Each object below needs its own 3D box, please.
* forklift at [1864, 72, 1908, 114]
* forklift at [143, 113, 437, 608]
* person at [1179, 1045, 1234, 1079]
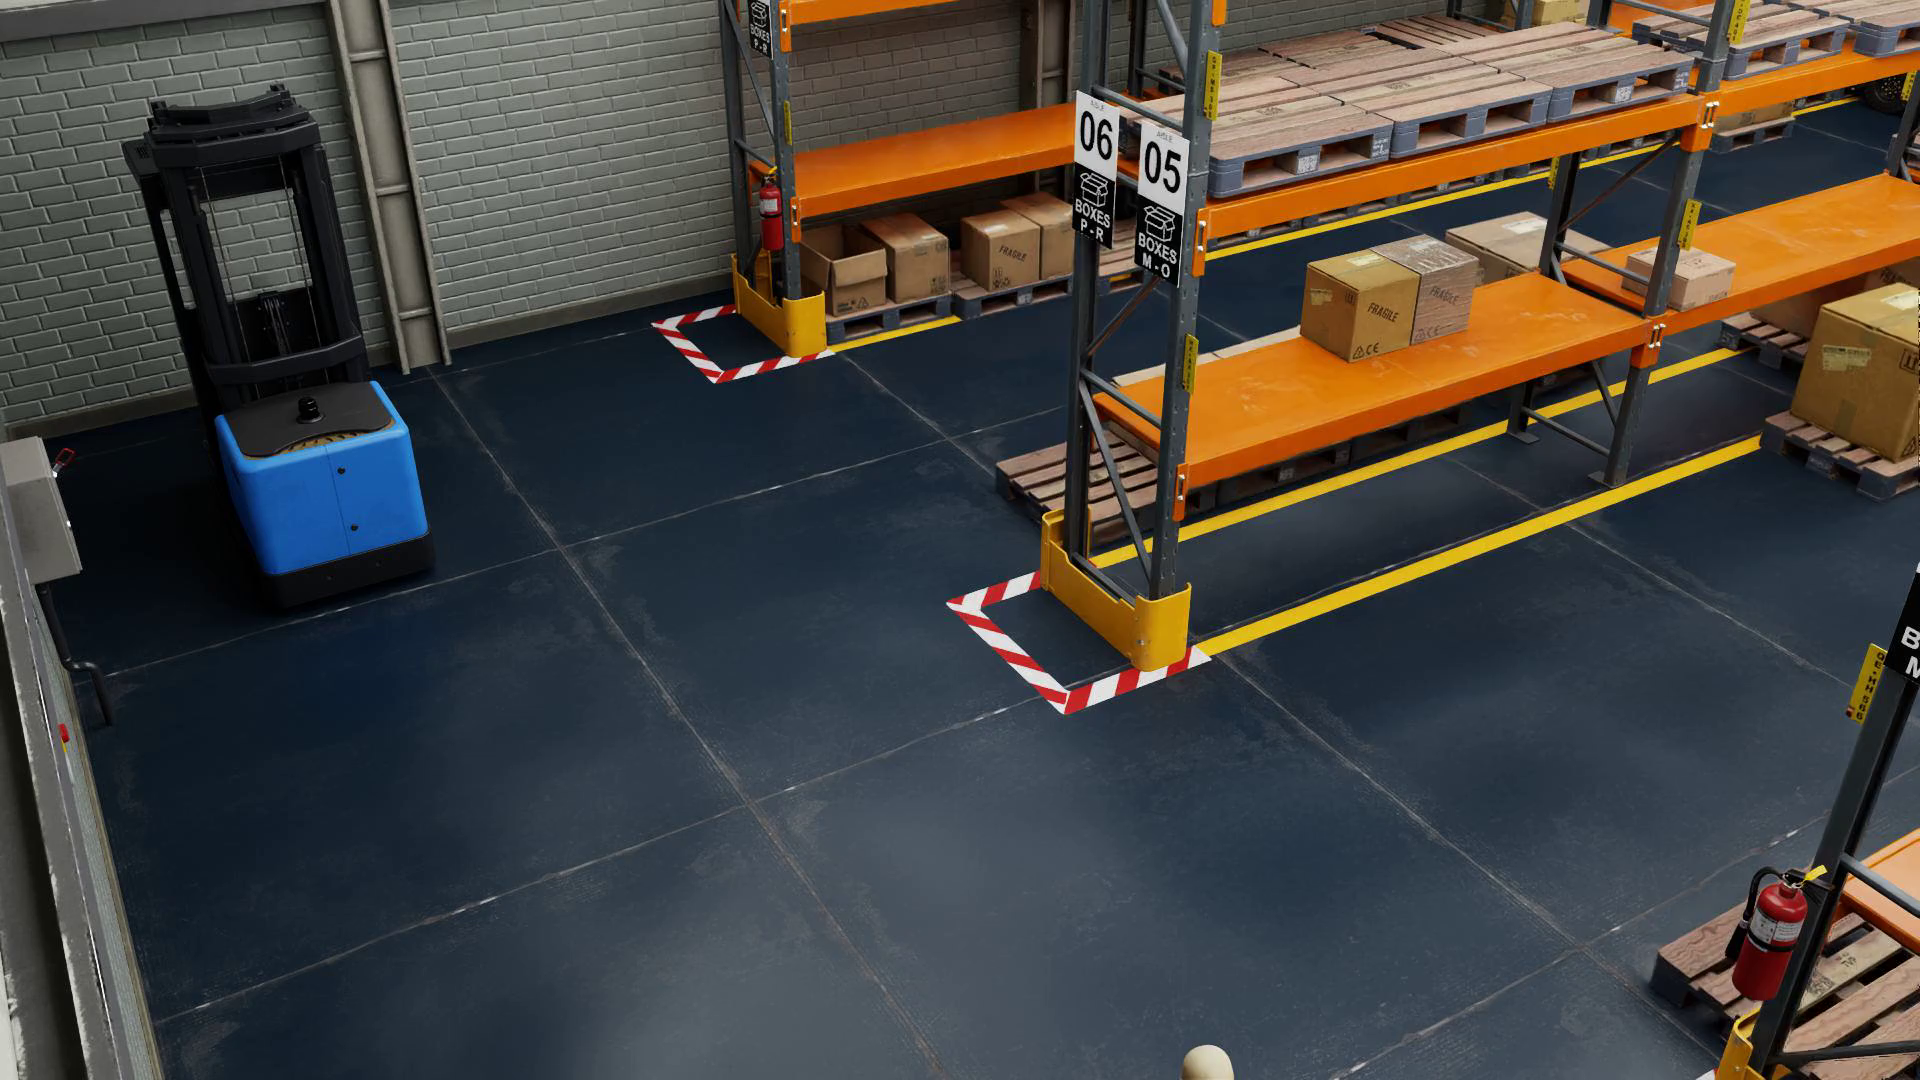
[{"bbox_3d":[11.468,-5.645,18.244,1.214,2.155,2.313,-17,36,-26],"label":"forklift"},{"bbox_3d":[-4.289,-1.259,10.509,1.129,2.768,1.873,-17,36,-26],"label":"forklift"},{"bbox_3d":[0.759,2.344,5.696,0.606,1.796,0.374,-12,34,-18],"label":"person"}]
